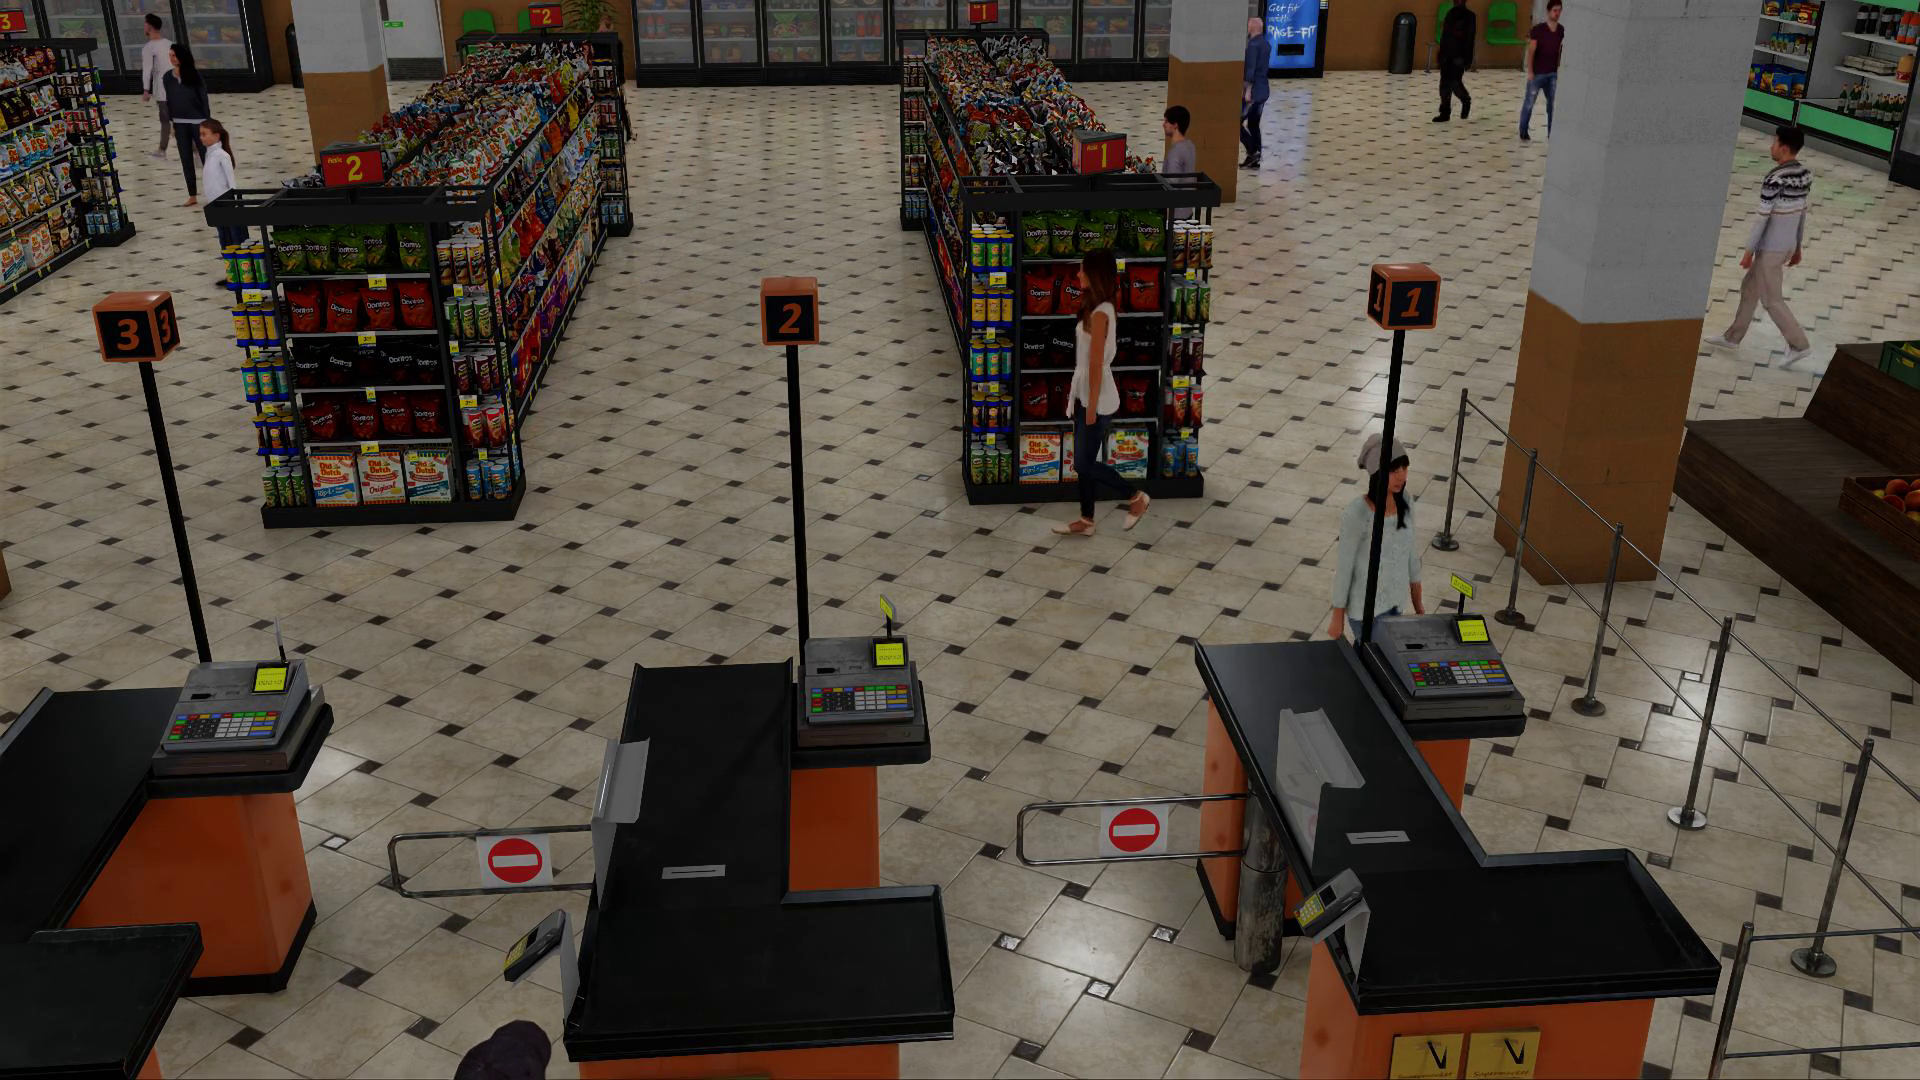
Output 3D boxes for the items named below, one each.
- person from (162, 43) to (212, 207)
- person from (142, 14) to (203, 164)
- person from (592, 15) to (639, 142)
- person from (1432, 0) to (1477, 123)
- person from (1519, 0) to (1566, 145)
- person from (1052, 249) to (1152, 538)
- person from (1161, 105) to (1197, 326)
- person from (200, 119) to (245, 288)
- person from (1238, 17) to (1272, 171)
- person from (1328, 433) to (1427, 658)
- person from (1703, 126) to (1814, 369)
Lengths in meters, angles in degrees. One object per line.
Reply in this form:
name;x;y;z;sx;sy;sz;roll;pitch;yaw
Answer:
person;-8.551;-4.615;18.487;0.602;1.770;0.502;-2;24;-4
person;-9.729;-5.519;20.515;0.979;1.798;1.158;6;24;13
person;-4.543;-5.850;21.421;0.856;1.680;1.044;7;25;15
person;7.062;-6.853;23.557;0.991;1.805;0.954;-18;29;-35
person;7.660;-6.172;21.997;0.657;1.807;1.089;-2;24;-4
person;0.880;-0.824;9.817;0.688;1.774;0.757;0;24;-1
person;1.847;-2.771;14.183;0.780;1.841;0.637;9;25;20
person;-6.711;-3.068;15.214;0.622;1.557;0.673;16;28;32
person;3.632;-5.389;20.202;0.923;1.811;0.825;13;27;27
person;1.810;0.284;7.490;0.963;1.609;1.151;-18;29;-35
person;6.477;-2.280;13.056;1.099;1.845;1.270;-19;30;-36
